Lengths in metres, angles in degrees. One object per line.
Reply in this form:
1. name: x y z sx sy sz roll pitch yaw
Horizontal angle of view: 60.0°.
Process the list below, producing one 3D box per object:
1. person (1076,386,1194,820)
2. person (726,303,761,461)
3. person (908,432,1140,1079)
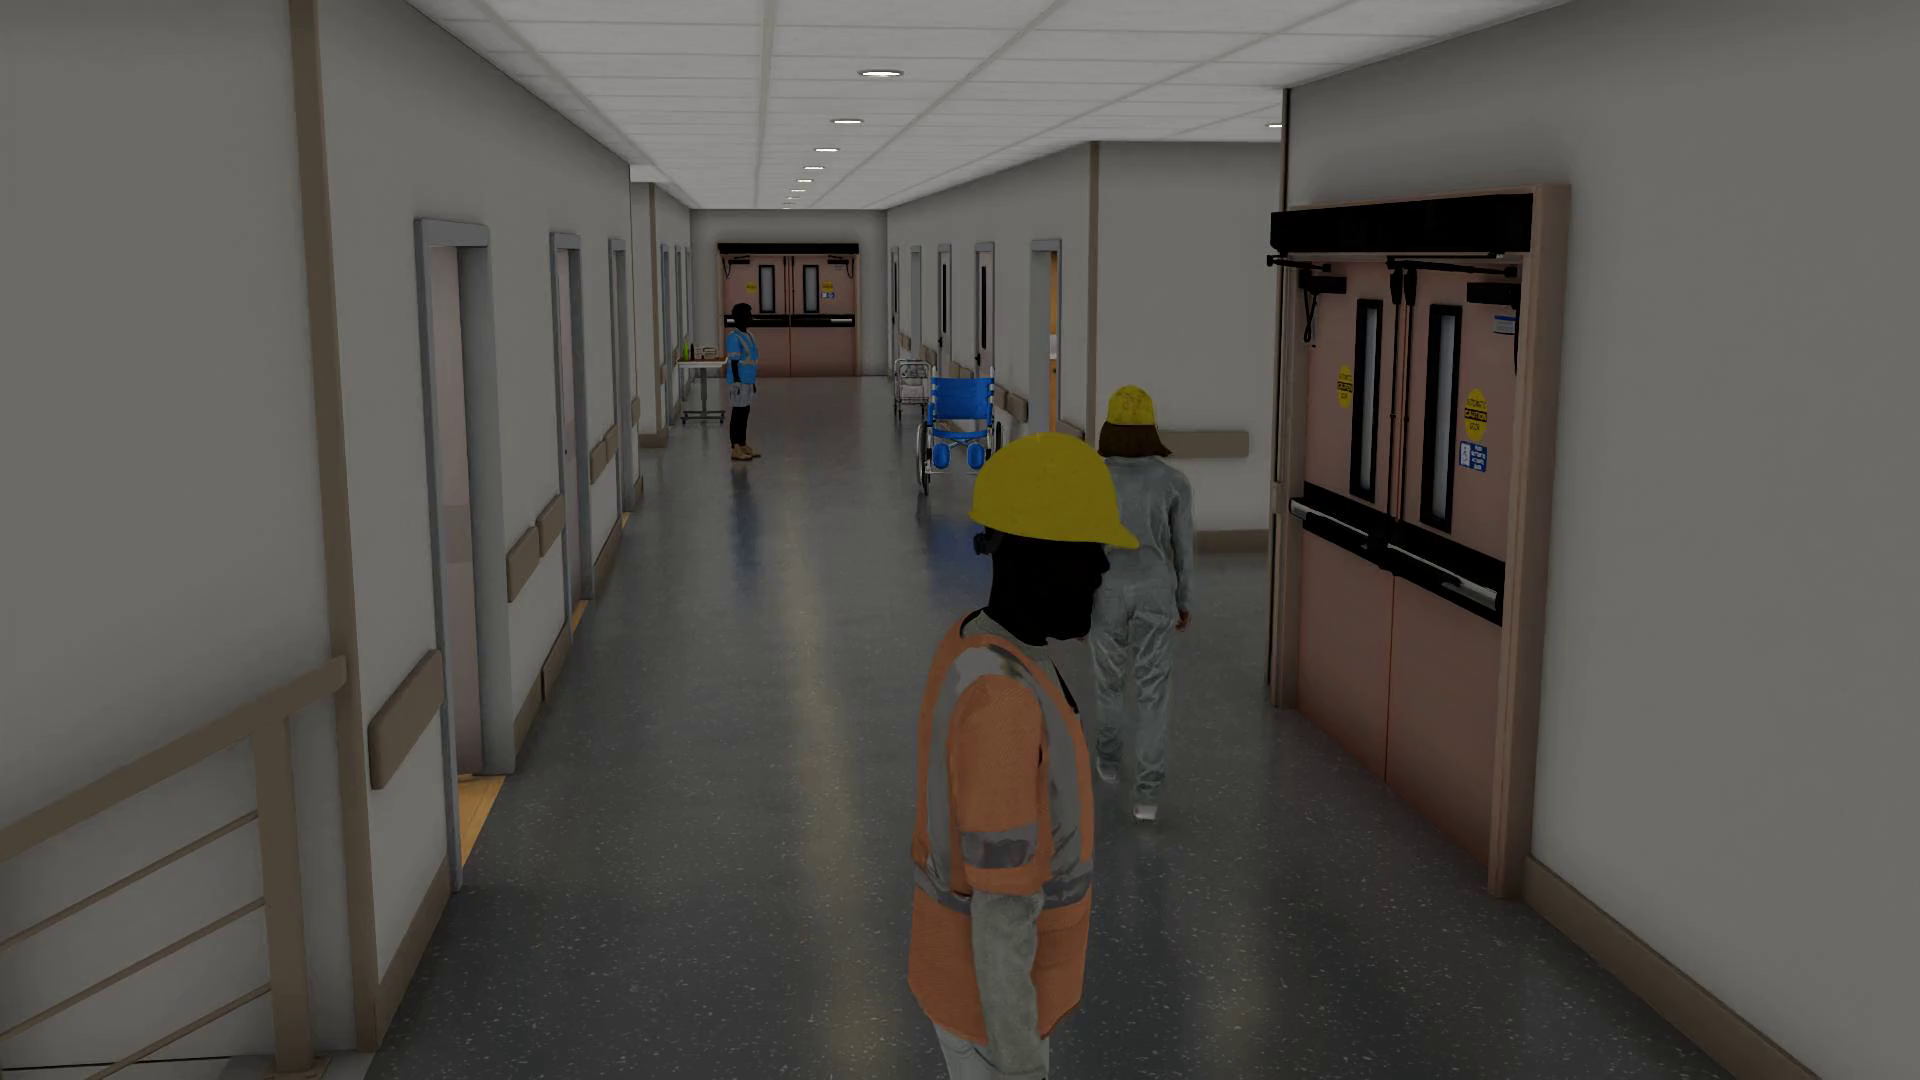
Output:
1. person: 0.693 0.234 6.672 0.502 1.702 0.889 0 10 0
2. person: -2.350 -1.712 18.007 0.319 1.696 0.532 2 10 13
3. person: 0.108 0.767 2.937 0.393 1.918 0.585 0 10 2
